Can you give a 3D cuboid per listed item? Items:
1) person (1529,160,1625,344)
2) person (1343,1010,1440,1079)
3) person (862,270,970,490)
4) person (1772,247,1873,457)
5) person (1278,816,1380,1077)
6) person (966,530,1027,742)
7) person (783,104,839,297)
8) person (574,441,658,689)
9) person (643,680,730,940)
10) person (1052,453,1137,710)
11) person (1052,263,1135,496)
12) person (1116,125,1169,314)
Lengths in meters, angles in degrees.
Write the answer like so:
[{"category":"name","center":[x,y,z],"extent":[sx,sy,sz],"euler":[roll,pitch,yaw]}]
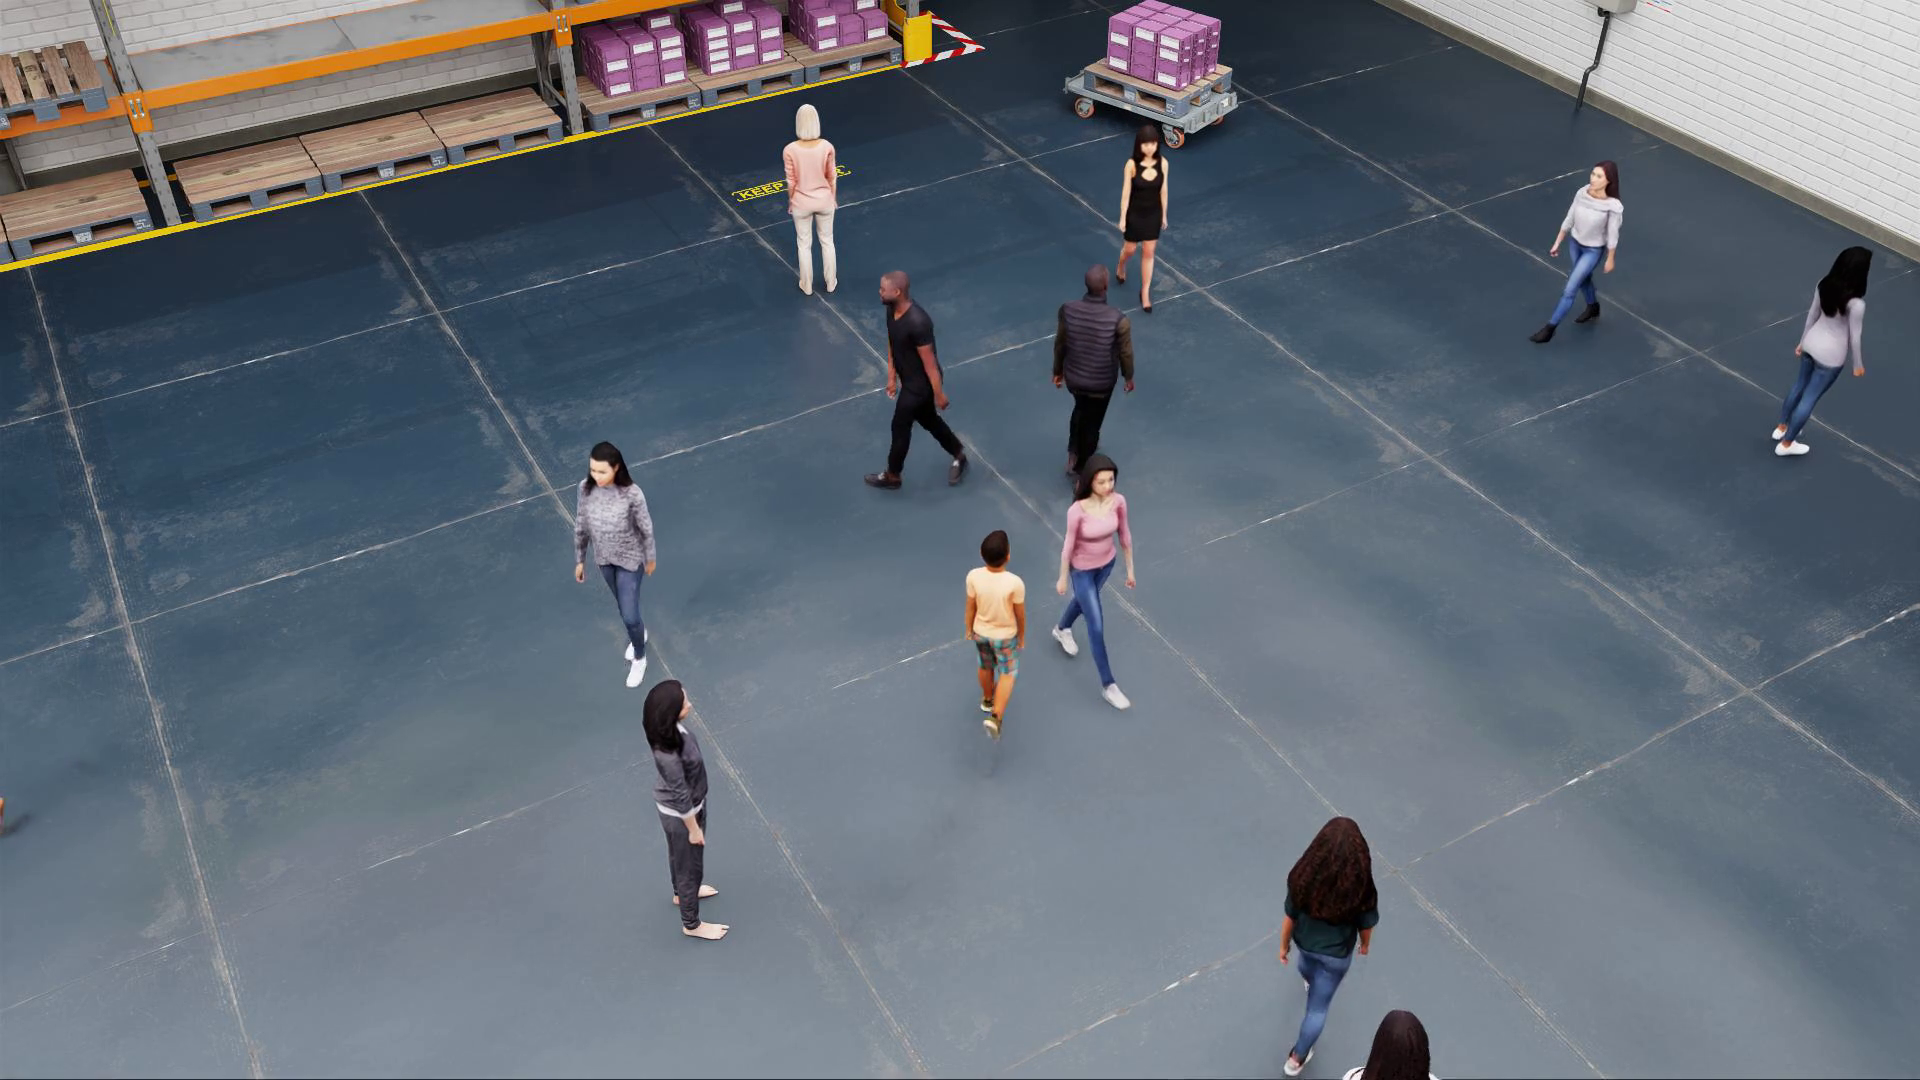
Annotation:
[{"category":"person","center":[5.227,-2.398,13.736],"extent":[1.054,1.591,0.669],"euler":[-17,42,-20]},{"category":"person","center":[1.836,2.781,7.135],"extent":[1.108,1.736,1.103],"euler":[7,39,9]},{"category":"person","center":[-0.226,-1.128,12.005],"extent":[1.113,1.767,0.861],"euler":[-17,41,-20]},{"category":"person","center":[6.359,-1.367,12.334],"extent":[0.715,1.729,0.703],"euler":[-8,39,-10]},{"category":"person","center":[1.766,2.044,8.176],"extent":[0.928,1.588,1.074],"euler":[17,42,20]},{"category":"person","center":[0.201,0.594,10.106],"extent":[0.839,1.446,0.898],"euler":[9,39,11]},{"category":"person","center":[-1.269,-2.914,14.275],"extent":[0.566,1.726,0.723],"euler":[-8,39,-10]},{"category":"person","center":[-2.127,0.058,10.562],"extent":[0.837,1.714,0.904],"euler":[13,40,16]},{"category":"person","center":[-1.483,1.415,8.823],"extent":[0.577,1.764,0.640],"euler":[-12,40,-14]},{"category":"person","center":[0.798,0.150,10.463],"extent":[1.054,1.694,0.670],"euler":[-19,42,-22]},{"category":"person","center":[0.890,-1.107,11.932],"extent":[0.830,1.825,0.841],"euler":[21,43,24]},{"category":"person","center":[1.537,-2.777,14.172],"extent":[0.851,1.640,0.803],"euler":[-7,39,-9]}]
